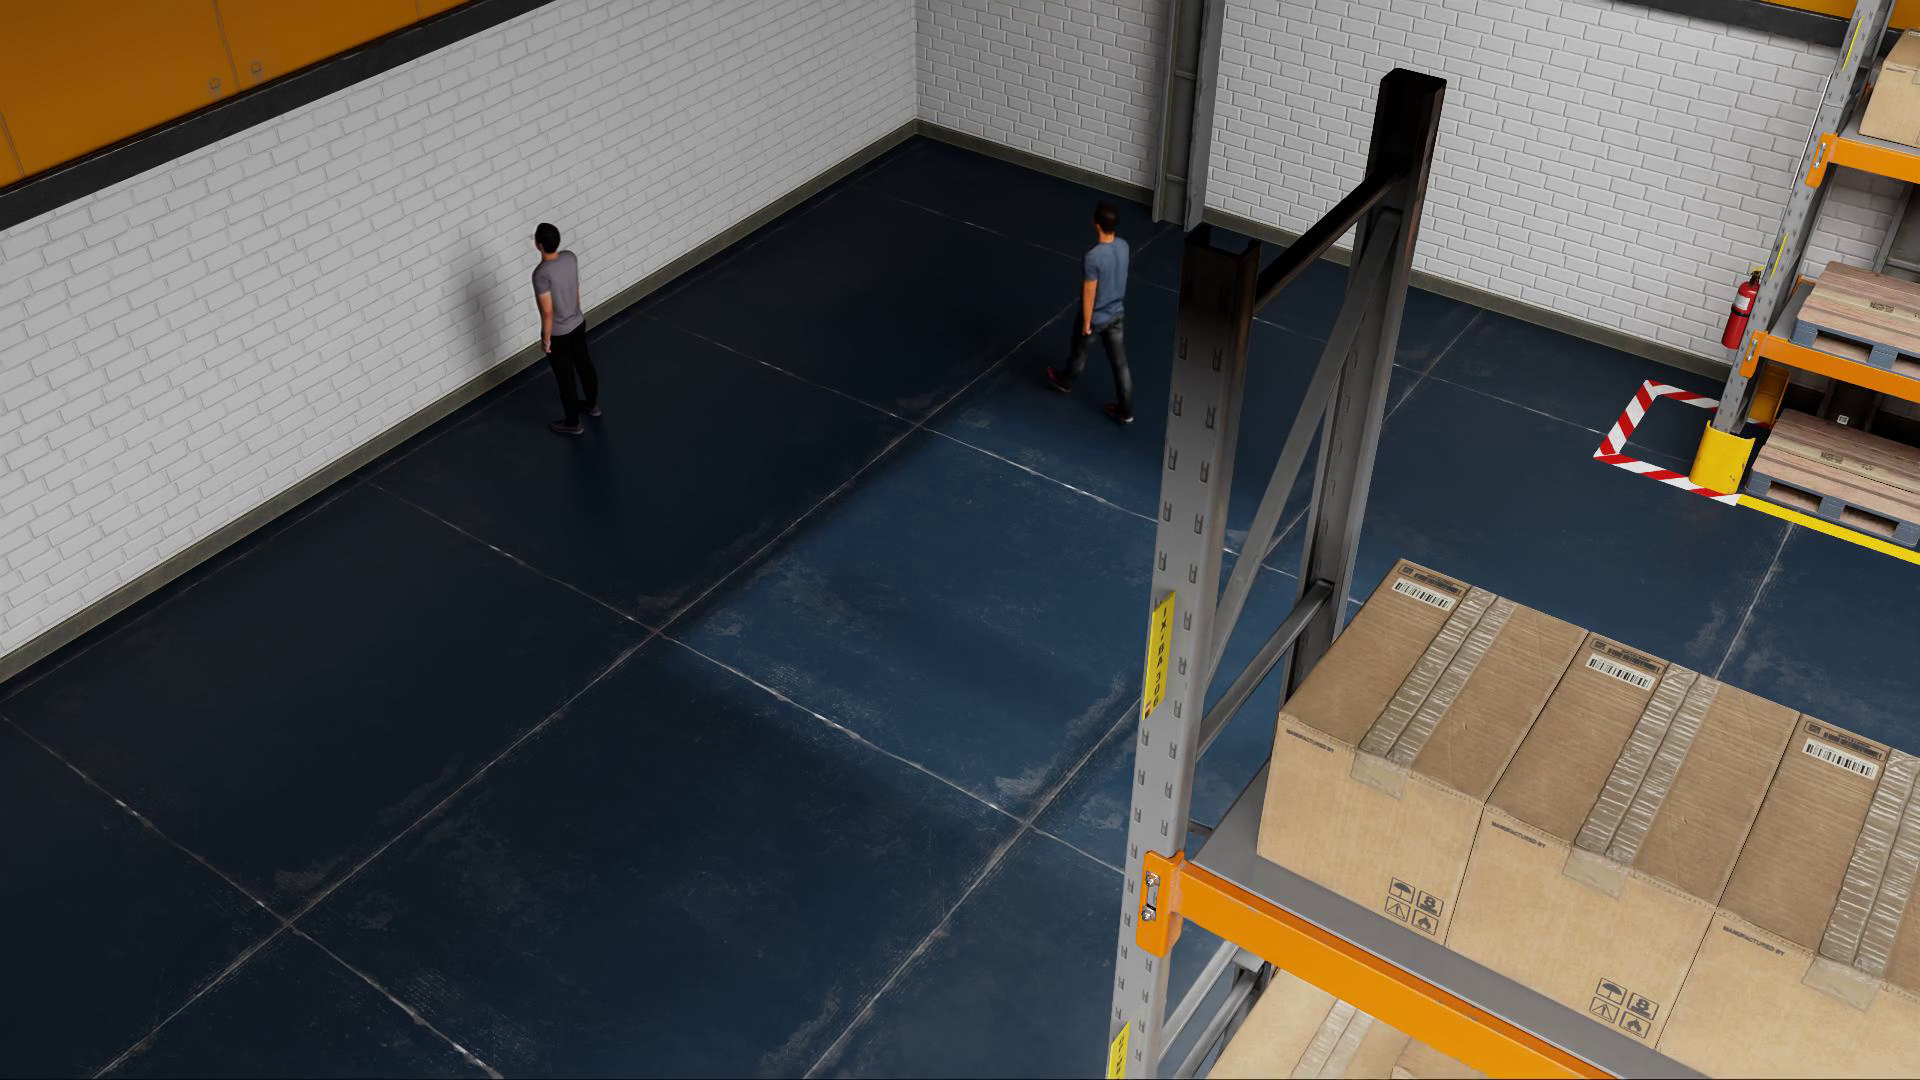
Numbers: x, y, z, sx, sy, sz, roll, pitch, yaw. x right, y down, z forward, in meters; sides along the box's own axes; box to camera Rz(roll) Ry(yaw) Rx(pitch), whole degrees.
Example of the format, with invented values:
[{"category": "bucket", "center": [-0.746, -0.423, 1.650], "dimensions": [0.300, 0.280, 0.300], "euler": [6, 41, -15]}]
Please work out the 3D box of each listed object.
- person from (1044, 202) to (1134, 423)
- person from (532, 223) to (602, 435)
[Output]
[{"category": "person", "center": [1.152, -1.695, 12.744], "dimensions": [0.867, 1.763, 1.213], "euler": [-29, 47, -31]}, {"category": "person", "center": [-3.021, -1.629, 12.668], "dimensions": [0.608, 1.755, 0.653], "euler": [16, 41, 19]}]
